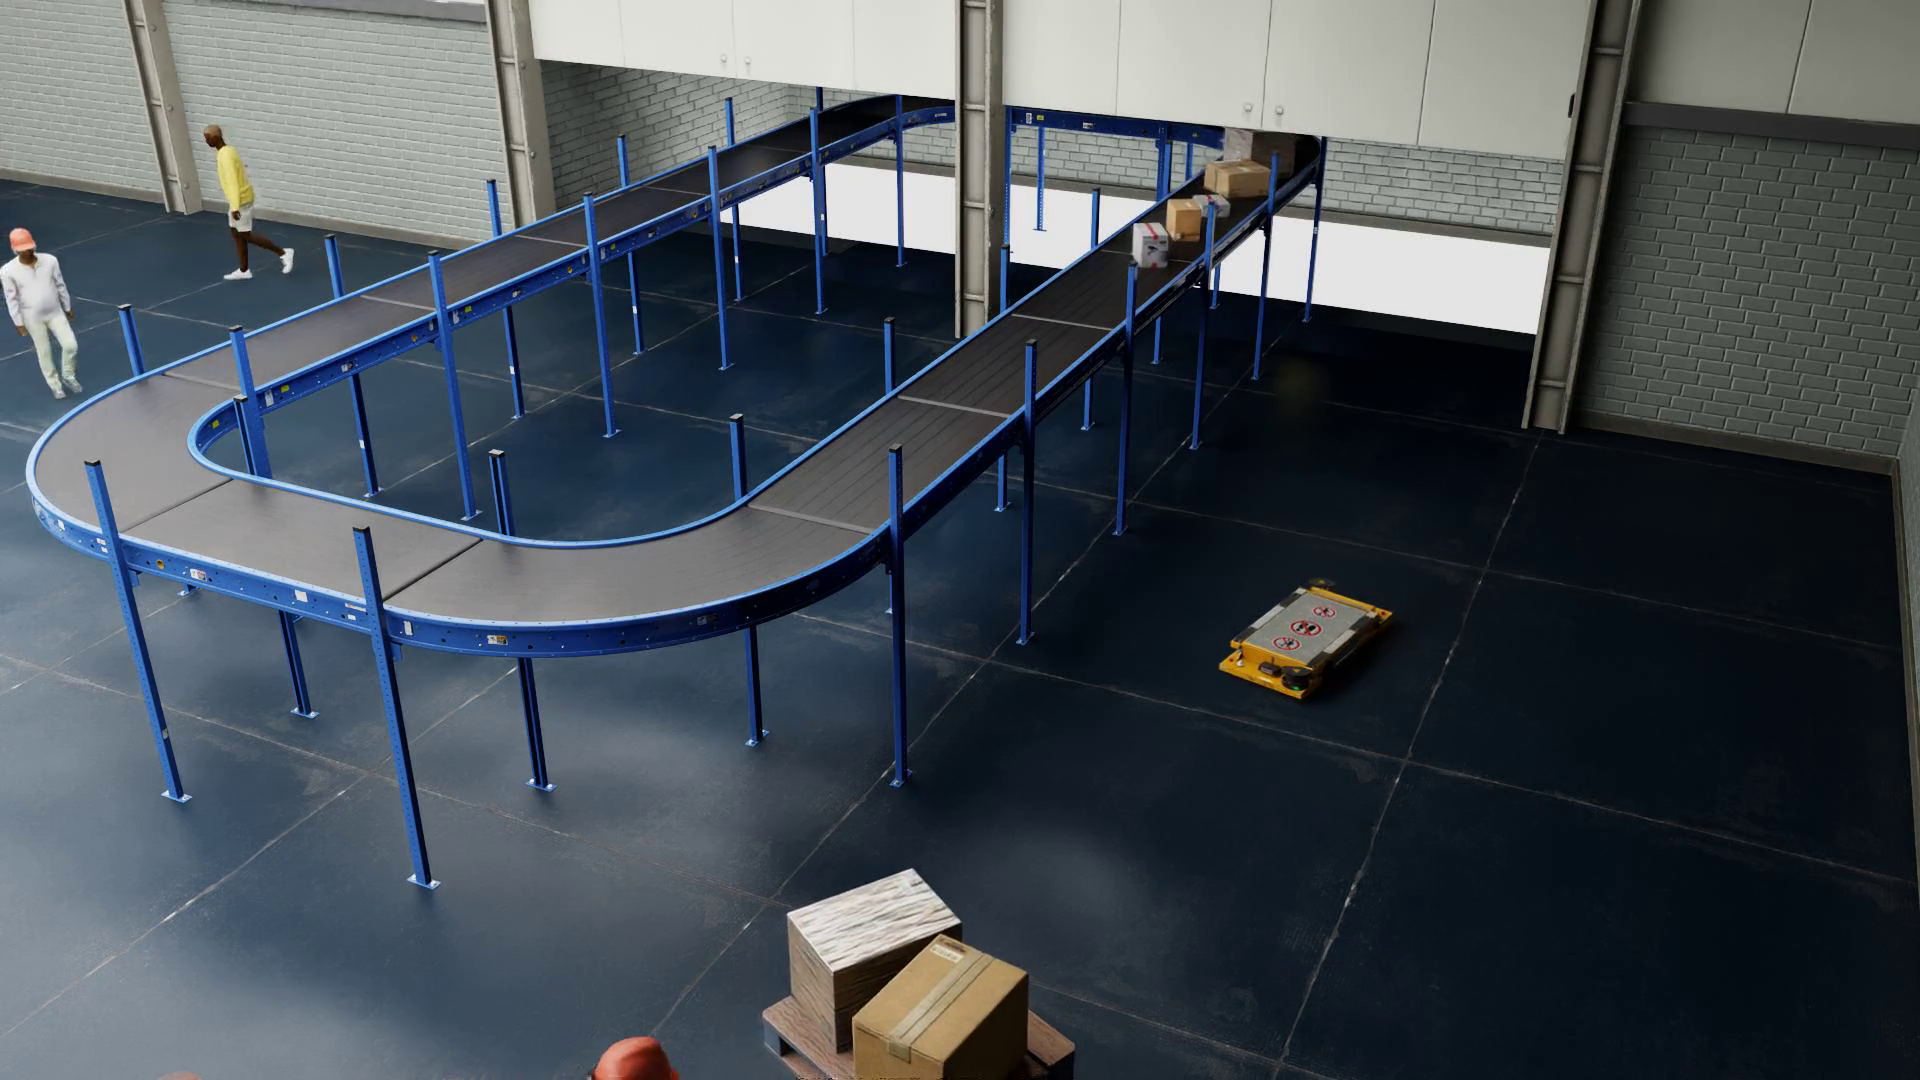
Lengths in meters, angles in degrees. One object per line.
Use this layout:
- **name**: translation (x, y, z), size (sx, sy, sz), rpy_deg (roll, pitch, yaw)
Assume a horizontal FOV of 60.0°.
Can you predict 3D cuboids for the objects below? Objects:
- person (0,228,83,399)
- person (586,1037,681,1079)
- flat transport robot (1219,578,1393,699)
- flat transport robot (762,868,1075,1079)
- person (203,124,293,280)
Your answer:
- **person**: translation (-8.967, -2.207, 16.270), size (0.423, 1.731, 0.583), rpy_deg (23, 34, 38)
- **person**: translation (-1.284, 2.695, 6.096), size (0.749, 2.007, 0.615), rpy_deg (-24, 35, -39)
- **flat transport robot**: translation (2.531, 0.699, 12.068), size (0.659, 0.231, 1.431), rpy_deg (19, 32, 34)
- **flat transport robot**: translation (-0.221, 2.653, 8.130), size (1.431, 0.231, 0.659), rpy_deg (-21, 34, -36)
- **person**: translation (-8.485, -4.023, 19.788), size (0.757, 1.870, 0.603), rpy_deg (-11, 28, -20)
